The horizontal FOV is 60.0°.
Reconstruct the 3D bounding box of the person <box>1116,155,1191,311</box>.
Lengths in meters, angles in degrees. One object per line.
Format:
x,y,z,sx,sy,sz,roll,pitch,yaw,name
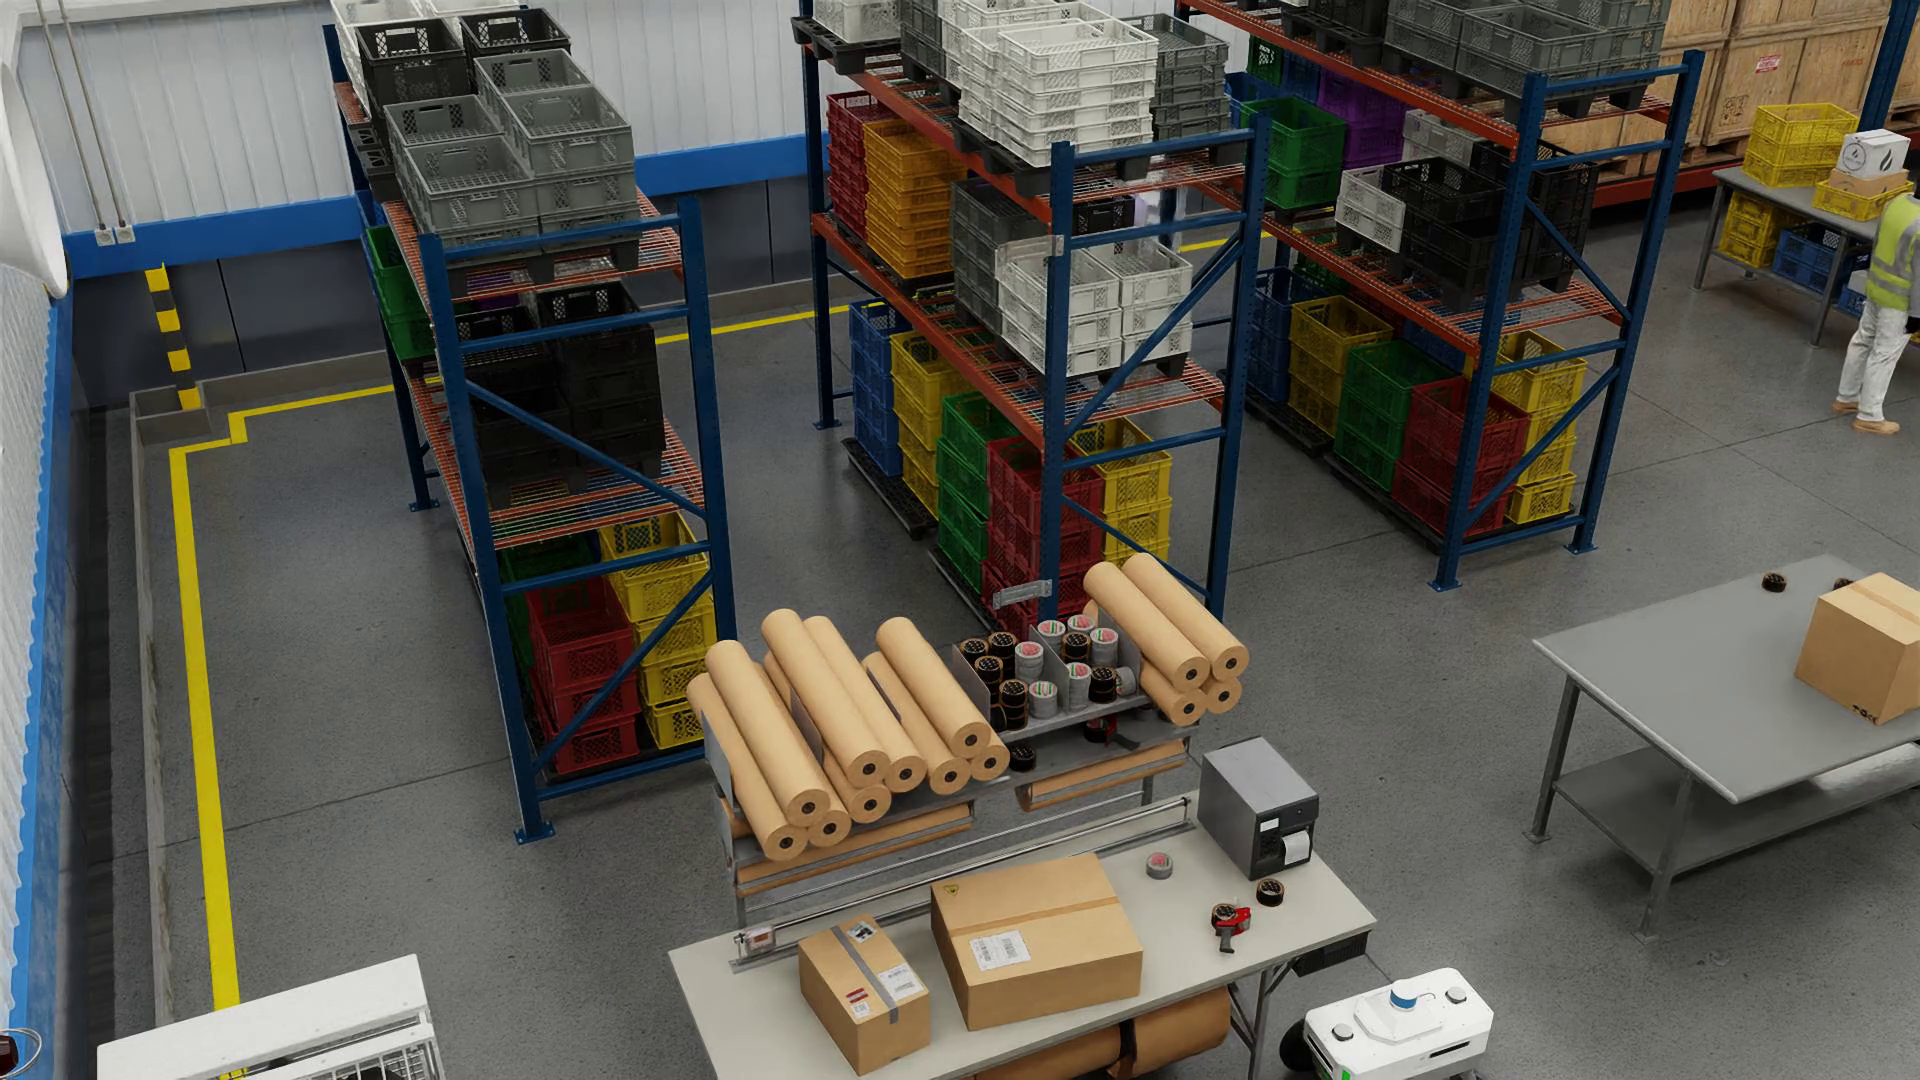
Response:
1.357,-2.249,12.129,0.665,1.832,0.960,17,36,26,person

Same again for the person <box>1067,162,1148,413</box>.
0.909,-1.678,11.091,0.630,1.940,0.372,1,32,2,person

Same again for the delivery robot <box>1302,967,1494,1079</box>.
1.702,1.918,6.475,0.707,0.478,0.477,-12,33,-18,delivery robot

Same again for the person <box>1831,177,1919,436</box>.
6.255,-1.613,11.084,0.430,1.837,0.621,1,32,1,person
